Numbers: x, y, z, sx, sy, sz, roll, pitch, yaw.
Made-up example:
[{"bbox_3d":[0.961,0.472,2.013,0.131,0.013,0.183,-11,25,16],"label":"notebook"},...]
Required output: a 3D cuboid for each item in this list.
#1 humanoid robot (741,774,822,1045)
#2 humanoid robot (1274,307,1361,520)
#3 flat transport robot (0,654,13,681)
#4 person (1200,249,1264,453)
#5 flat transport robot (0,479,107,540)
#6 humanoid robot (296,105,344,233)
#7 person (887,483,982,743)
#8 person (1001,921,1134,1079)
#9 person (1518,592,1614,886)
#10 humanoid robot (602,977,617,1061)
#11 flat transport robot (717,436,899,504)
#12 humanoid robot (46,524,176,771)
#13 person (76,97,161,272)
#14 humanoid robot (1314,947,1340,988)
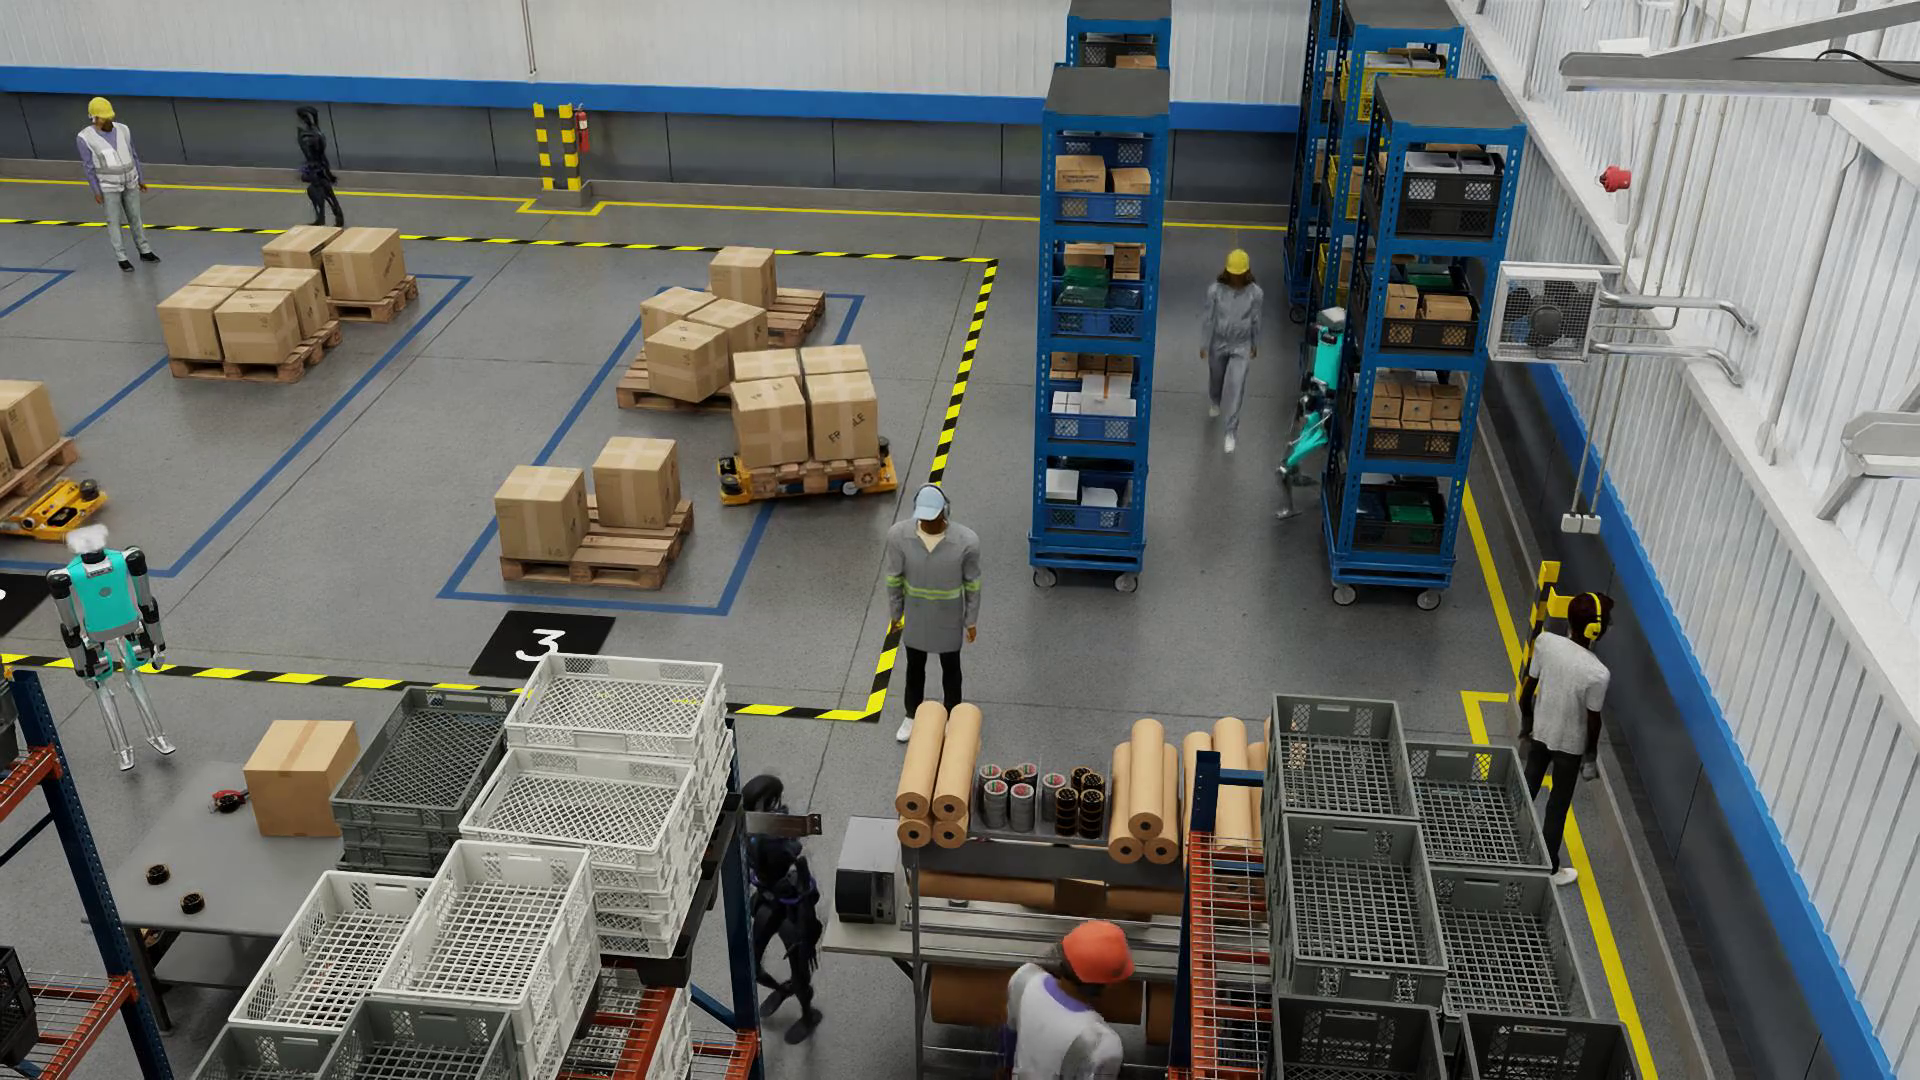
[{"bbox_3d":[-0.883,1.818,8.151,0.589,1.653,0.330,24,38,35],"label":"humanoid robot"},{"bbox_3d":[2.674,-0.909,12.762,0.994,1.722,0.552,-17,34,-26],"label":"humanoid robot"},{"bbox_3d":[-7.142,0.969,11.010,1.431,0.231,0.659,3,30,6],"label":"flat transport robot"},{"bbox_3d":[2.295,-1.696,14.154,0.494,1.708,0.852,4,30,7],"label":"person"},{"bbox_3d":[-7.607,-0.285,13.136,1.431,0.197,0.652,3,30,6],"label":"flat transport robot"},{"bbox_3d":[-7.024,-3.927,18.049,0.664,1.631,0.605,-2,30,-4],"label":"humanoid robot"},{"bbox_3d":[-0.167,0.468,10.297,0.589,1.852,0.401,5,31,9],"label":"person"},{"bbox_3d":[0.435,2.334,6.950,0.862,1.980,0.725,-26,39,-37],"label":"person"},{"bbox_3d":[3.317,1.103,9.195,0.330,1.865,0.515,-17,34,-27],"label":"person"},{"bbox_3d":[-1.867,2.071,7.769,0.613,1.654,0.721,23,37,34],"label":"humanoid robot"},{"bbox_3d":[-1.259,-0.587,13.654,1.431,0.197,0.652,-5,31,-9],"label":"flat transport robot"},{"bbox_3d":[-5.152,0.580,10.083,0.533,1.677,0.735,-22,37,-32],"label":"humanoid robot"},{"bbox_3d":[-8.911,-3.775,17.603,0.403,1.832,0.585,20,35,30],"label":"person"},{"bbox_3d":[1.484,2.375,7.224,0.559,1.642,0.589,8,31,14],"label":"humanoid robot"}]
